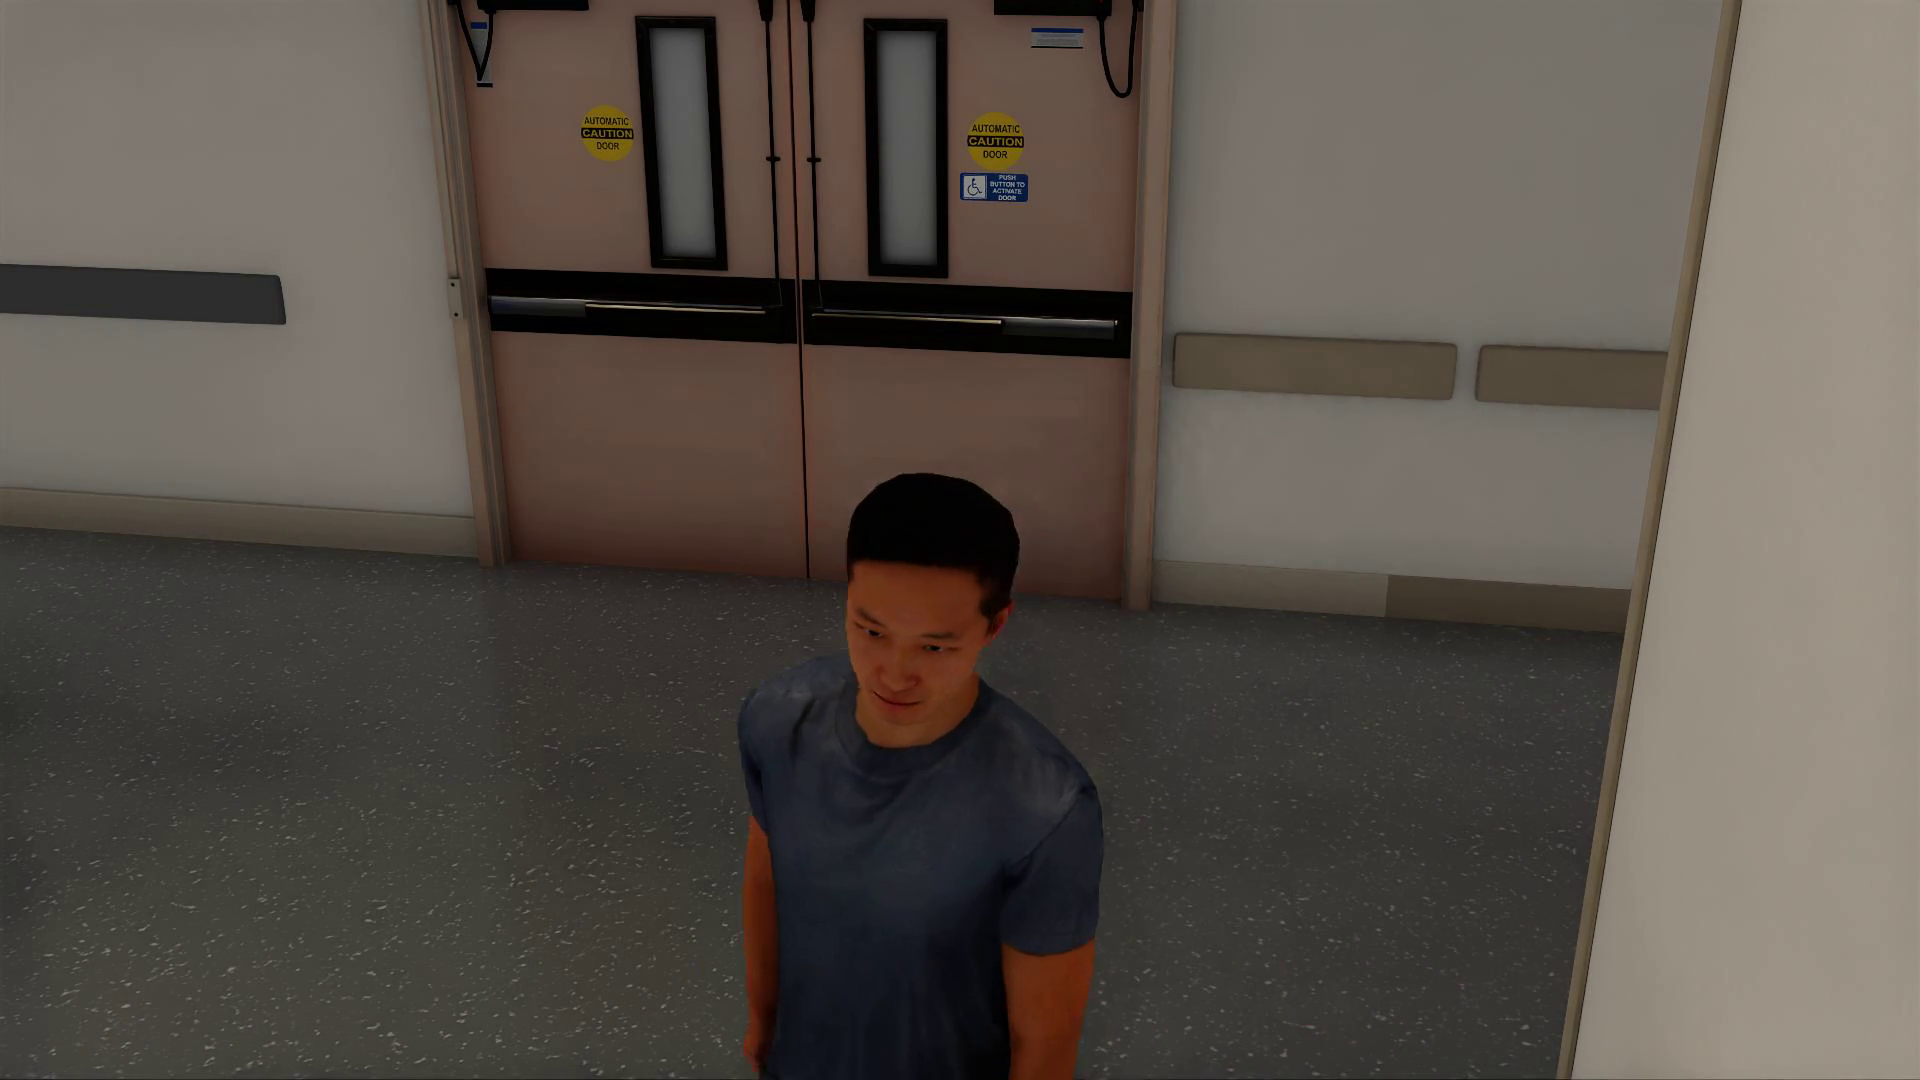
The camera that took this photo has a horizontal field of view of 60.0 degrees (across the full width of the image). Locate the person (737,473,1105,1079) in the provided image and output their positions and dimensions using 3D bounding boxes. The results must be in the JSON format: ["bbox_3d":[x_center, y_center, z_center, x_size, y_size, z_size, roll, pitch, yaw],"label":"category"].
[{"bbox_3d":[-0.027,0.710,2.199,0.700,1.776,0.857,15,25,34],"label":"person"}]
